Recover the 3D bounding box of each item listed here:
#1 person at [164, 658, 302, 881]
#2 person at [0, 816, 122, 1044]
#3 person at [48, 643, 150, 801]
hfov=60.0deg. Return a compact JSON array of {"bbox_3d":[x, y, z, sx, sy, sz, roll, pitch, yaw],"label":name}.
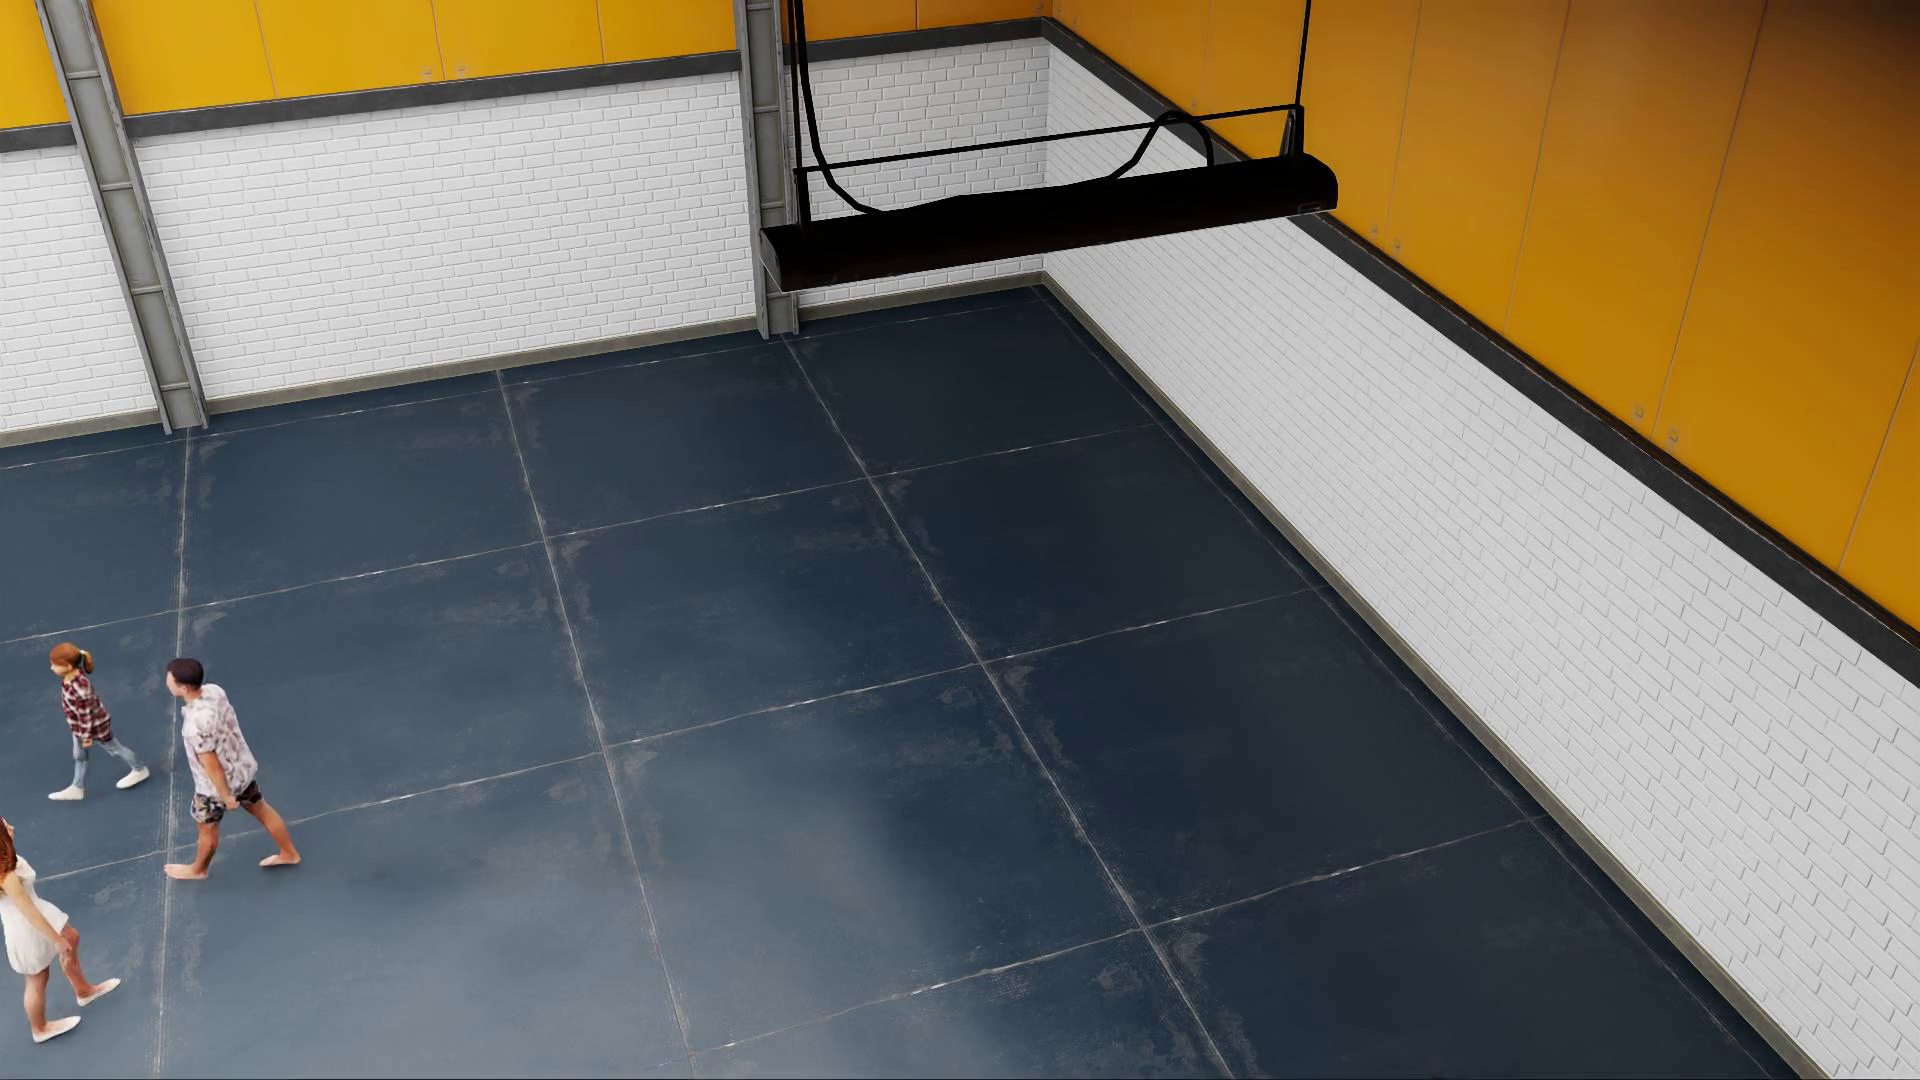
[{"bbox_3d":[-4.691,1.499,10.807,1.152,1.784,0.900,0,34,0],"label":"person"},{"bbox_3d":[-5.528,2.294,9.689,0.853,1.696,0.714,-24,40,-31],"label":"person"},{"bbox_3d":[-6.013,1.255,11.636,0.939,1.272,0.725,-25,41,-33],"label":"person"}]
